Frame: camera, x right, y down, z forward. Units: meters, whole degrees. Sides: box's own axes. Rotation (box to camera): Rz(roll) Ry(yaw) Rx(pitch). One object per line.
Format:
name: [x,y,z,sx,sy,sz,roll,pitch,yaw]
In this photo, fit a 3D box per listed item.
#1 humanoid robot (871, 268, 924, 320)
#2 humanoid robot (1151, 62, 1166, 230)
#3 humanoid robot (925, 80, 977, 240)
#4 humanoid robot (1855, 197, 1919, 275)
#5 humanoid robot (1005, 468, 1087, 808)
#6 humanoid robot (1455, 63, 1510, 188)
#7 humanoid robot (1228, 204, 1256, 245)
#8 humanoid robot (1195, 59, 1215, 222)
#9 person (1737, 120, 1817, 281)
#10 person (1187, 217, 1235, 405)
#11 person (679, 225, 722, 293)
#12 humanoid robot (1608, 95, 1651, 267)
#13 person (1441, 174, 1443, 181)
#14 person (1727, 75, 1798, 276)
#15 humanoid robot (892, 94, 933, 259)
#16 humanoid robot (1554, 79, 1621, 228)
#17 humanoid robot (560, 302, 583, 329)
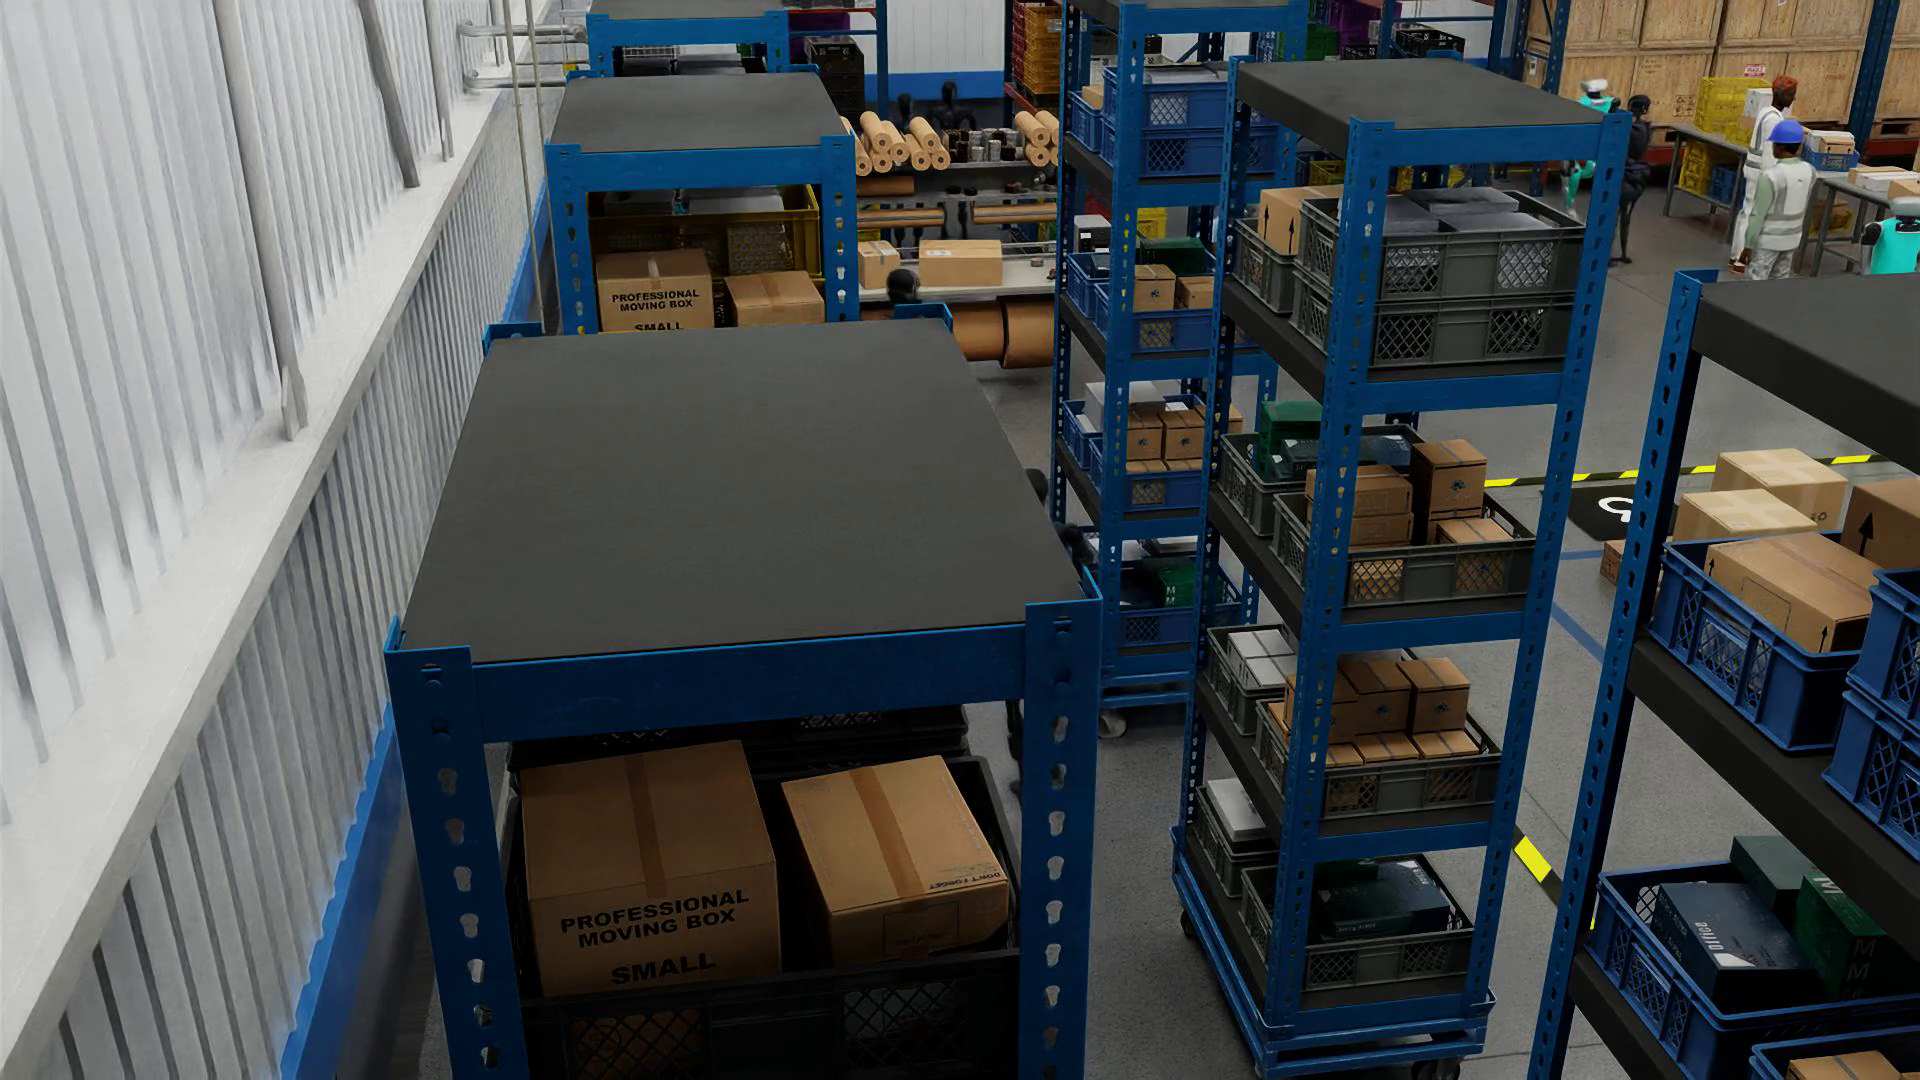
humanoid robot: [-0.380,-0.936,10.709,0.599,1.625,0.800,-19,31,-36]
humanoid robot: [1.914,-4.028,17.234,0.537,1.745,0.675,22,32,39]
humanoid robot: [-0.093,-3.832,16.933,0.616,1.651,0.324,4,25,8]
humanoid robot: [6.624,-1.537,11.727,0.533,1.673,0.735,1,25,2]
humanoid robot: [0.314,0.453,7.631,0.585,1.649,0.358,-6,25,-12]
humanoid robot: [5.699,-4.349,18.112,0.779,1.619,0.585,13,28,27]
humanoid robot: [2.772,-3.758,16.726,0.535,1.817,0.667,-13,28,-27]
humanoid robot: [2.648,-4.131,17.531,0.530,1.799,0.622,-12,27,-23]
person: [6.647,-2.458,13.646,0.606,1.939,0.415,-12,27,-23]
person: [1.675,-1.238,11.097,0.388,1.849,0.597,-4,25,-10]
person: [-2.183,-2.564,13.880,0.633,1.933,0.493,-5,25,-11]
humanoid robot: [6.516,-3.508,16.234,0.341,1.646,0.612,22,32,39]
person: [4.754,-3.914,16.736,0.594,2.024,0.659,-6,25,-13]
person: [7.695,-3.483,15.939,0.361,1.884,0.573,9,26,18]
humanoid robot: [-0.460,-3.546,16.351,0.616,1.638,0.601,-4,25,-9]
humanoid robot: [6.268,-3.839,16.941,0.566,1.761,1.052,-2,25,-5]
humanoid robot: [-2.737,-1.762,12.374,0.801,1.777,0.613,5,25,11]
